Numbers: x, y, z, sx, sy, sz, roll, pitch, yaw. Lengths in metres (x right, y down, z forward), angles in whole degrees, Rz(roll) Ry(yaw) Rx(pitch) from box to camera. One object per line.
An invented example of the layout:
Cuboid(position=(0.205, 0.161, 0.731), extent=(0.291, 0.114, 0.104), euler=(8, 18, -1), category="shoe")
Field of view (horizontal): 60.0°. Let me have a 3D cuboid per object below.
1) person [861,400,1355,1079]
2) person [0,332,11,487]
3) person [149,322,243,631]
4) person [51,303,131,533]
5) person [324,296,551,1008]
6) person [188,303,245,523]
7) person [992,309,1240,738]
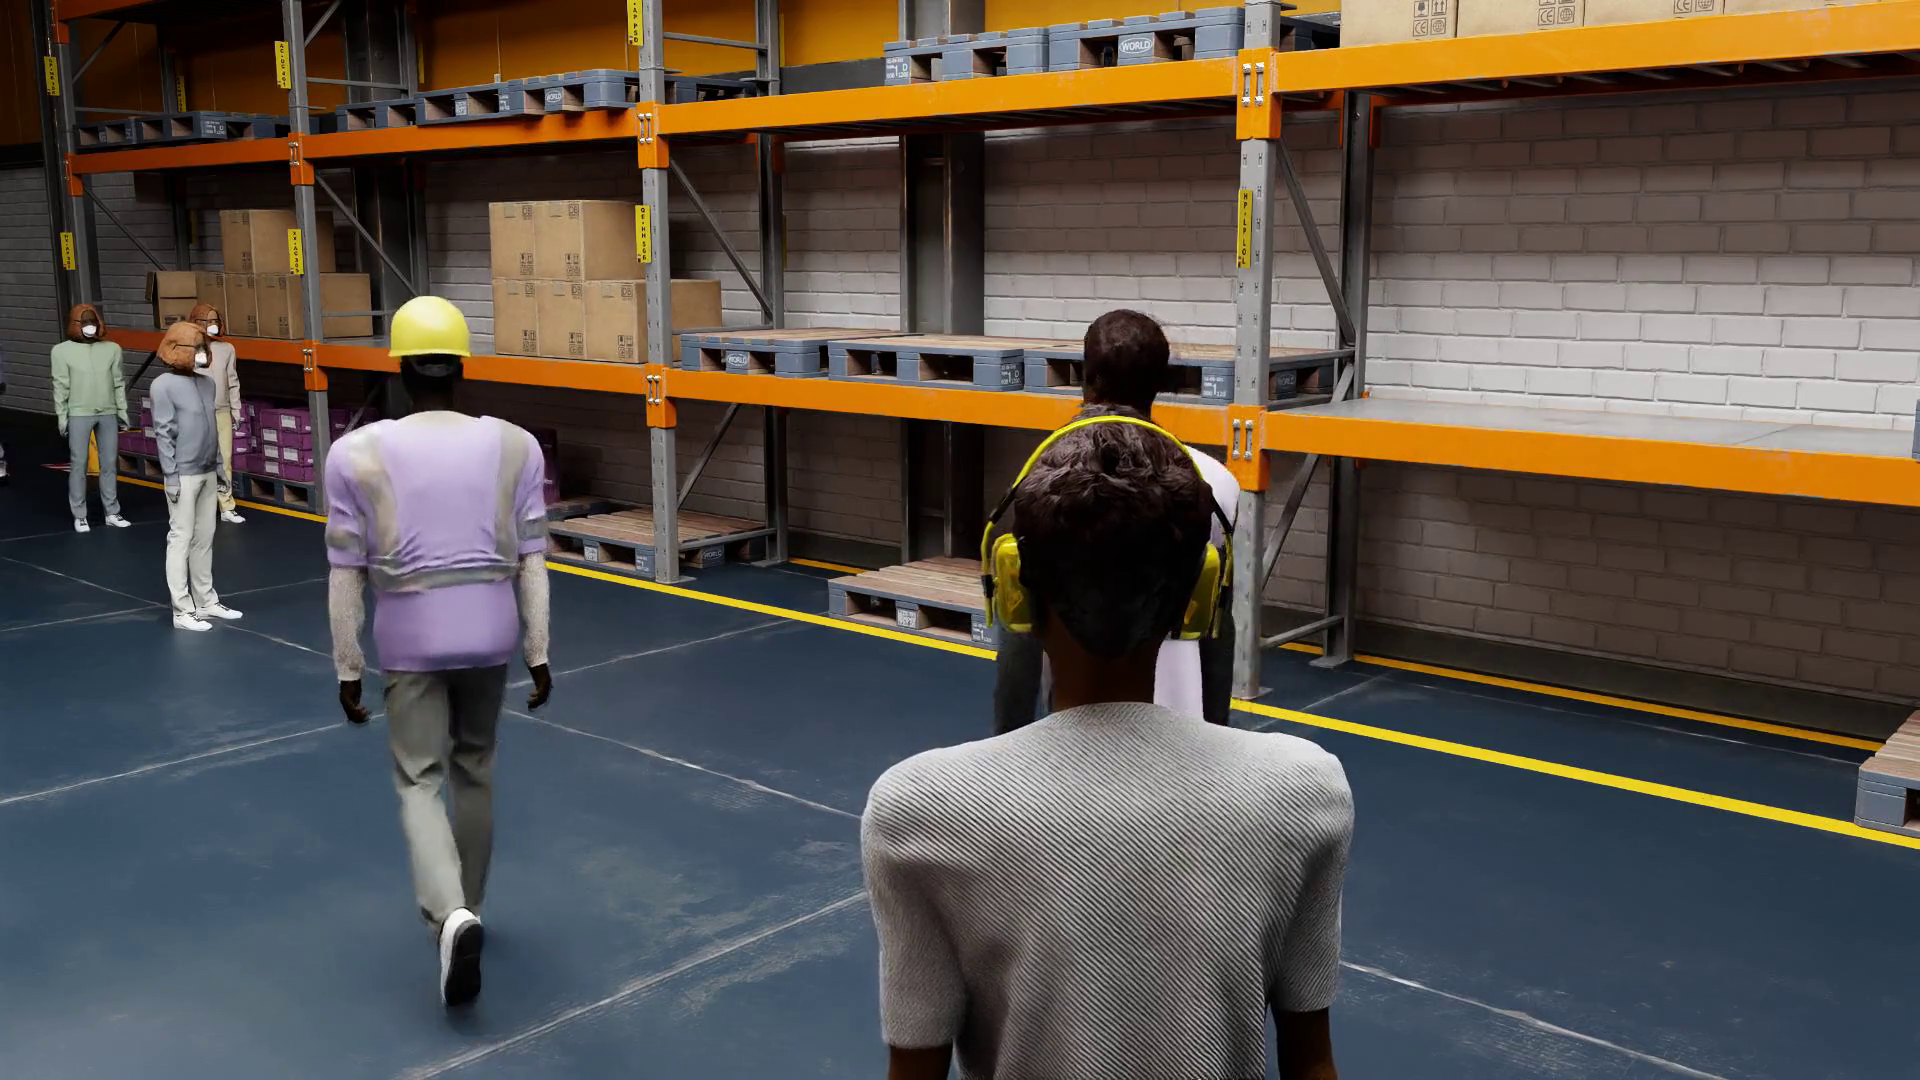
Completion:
Cuboid(position=(0.146, 0.793, 1.747), extent=(0.520, 1.874, 0.332), euler=(-1, 10, -7), category="person")
Cuboid(position=(-8.397, -1.362, 14.066), extent=(0.656, 1.850, 0.992), euler=(-9, 14, -42), category="person")
Cuboid(position=(-4.095, -0.342, 8.887), extent=(0.288, 1.634, 0.499), euler=(1, 10, 7), category="person")
Cuboid(position=(-6.224, -0.878, 11.939), extent=(0.266, 1.631, 0.507), euler=(8, 13, 38), category="person")
Cuboid(position=(-1.407, 0.286, 4.577), extent=(0.590, 1.900, 0.829), euler=(-5, 11, -28), category="person")
Cuboid(position=(-5.476, -0.908, 12.137), extent=(0.277, 1.629, 0.496), euler=(7, 12, 34), category="person")
Cuboid(position=(0.404, 0.424, 3.807), extent=(0.597, 1.892, 0.807), euler=(-7, 12, -33), category="person")
